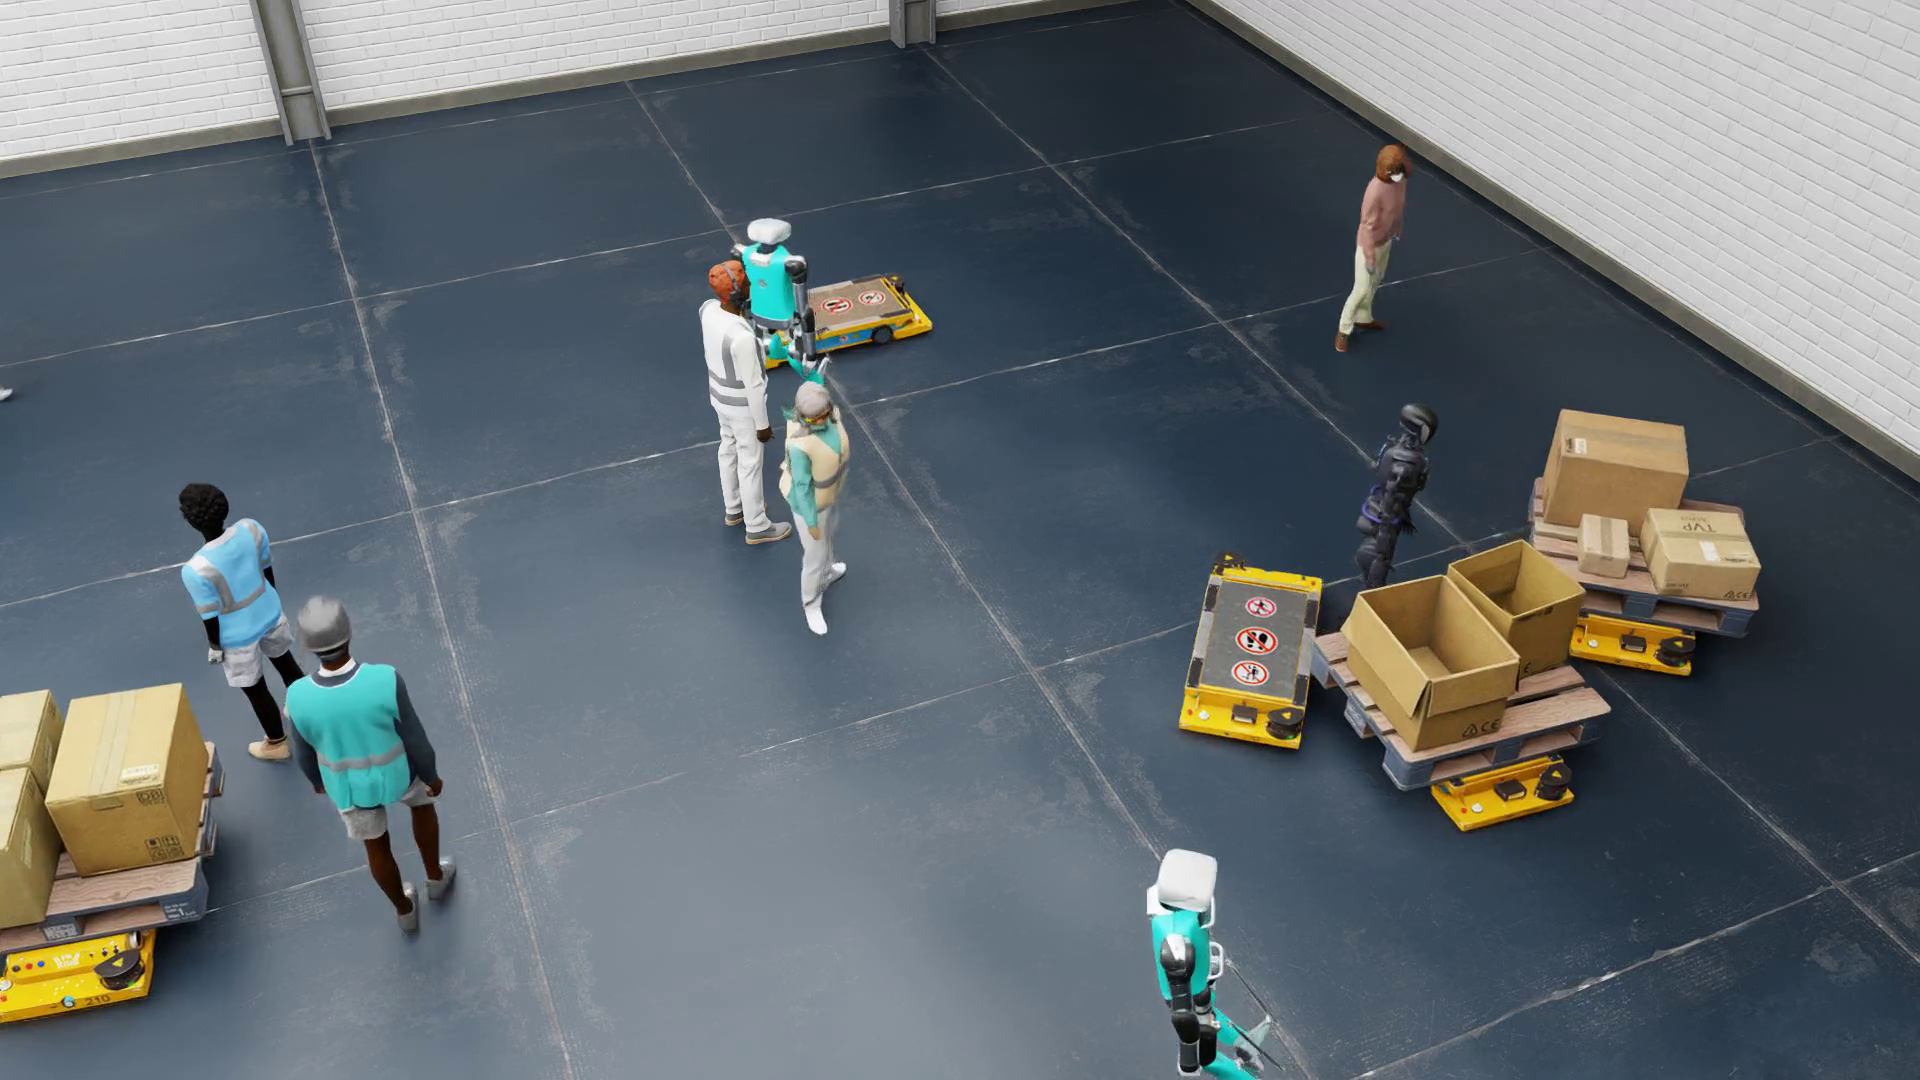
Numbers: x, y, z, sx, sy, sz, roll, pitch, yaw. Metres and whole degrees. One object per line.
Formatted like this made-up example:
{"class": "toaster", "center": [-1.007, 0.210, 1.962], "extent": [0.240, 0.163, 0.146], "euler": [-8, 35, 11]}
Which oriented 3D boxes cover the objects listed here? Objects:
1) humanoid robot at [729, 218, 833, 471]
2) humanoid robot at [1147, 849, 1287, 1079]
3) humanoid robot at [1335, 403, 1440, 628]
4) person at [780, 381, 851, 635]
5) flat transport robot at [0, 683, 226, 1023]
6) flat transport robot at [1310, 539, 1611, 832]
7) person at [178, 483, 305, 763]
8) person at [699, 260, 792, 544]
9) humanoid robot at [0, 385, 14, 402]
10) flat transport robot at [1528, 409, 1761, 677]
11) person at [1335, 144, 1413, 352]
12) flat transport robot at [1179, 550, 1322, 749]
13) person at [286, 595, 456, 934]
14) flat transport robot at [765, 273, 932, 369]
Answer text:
{"class": "humanoid robot", "center": [-1.034, -1.410, 10.918], "extent": [0.539, 1.772, 0.961], "euler": [16, 40, 19]}
{"class": "humanoid robot", "center": [1.166, 1.924, 6.609], "extent": [0.922, 1.818, 0.557], "euler": [3, 38, 4]}
{"class": "humanoid robot", "center": [2.337, -0.064, 9.200], "extent": [0.386, 1.642, 0.583], "euler": [16, 40, 20]}
{"class": "person", "center": [-0.781, -0.274, 9.466], "extent": [0.384, 1.681, 0.670], "euler": [14, 40, 17]}
{"class": "flat transport robot", "center": [-4.231, 1.668, 8.102], "extent": [0.659, 0.231, 1.431], "euler": [-9, 38, -11]}
{"class": "flat transport robot", "center": [2.635, 0.957, 9.027], "extent": [0.659, 0.231, 1.431], "euler": [-11, 39, -14]}
{"class": "person", "center": [-3.675, 0.425, 8.547], "extent": [0.317, 1.694, 0.539], "euler": [13, 39, 16]}
{"class": "person", "center": [-1.313, -0.821, 10.018], "extent": [0.356, 1.884, 0.573], "euler": [-23, 43, -27]}
{"class": "humanoid robot", "center": [-6.925, -1.715, 11.311], "extent": [0.851, 1.774, 0.555], "euler": [-2, 38, -2]}
{"class": "flat transport robot", "center": [3.997, 0.247, 9.952], "extent": [0.659, 0.231, 1.431], "euler": [10, 39, 13]}
{"class": "person", "center": [2.999, -2.111, 11.928], "extent": [0.330, 1.600, 0.591], "euler": [26, 45, 30]}
{"class": "flat transport robot", "center": [1.682, 0.601, 9.491], "extent": [0.659, 0.231, 1.431], "euler": [9, 38, 11]}
{"class": "person", "center": [-2.689, 1.014, 7.587], "extent": [0.599, 1.926, 0.623], "euler": [-9, 38, -11]}
{"class": "flat transport robot", "center": [-0.989, -1.633, 12.399], "extent": [1.431, 0.231, 0.659], "euler": [-15, 40, -19]}
